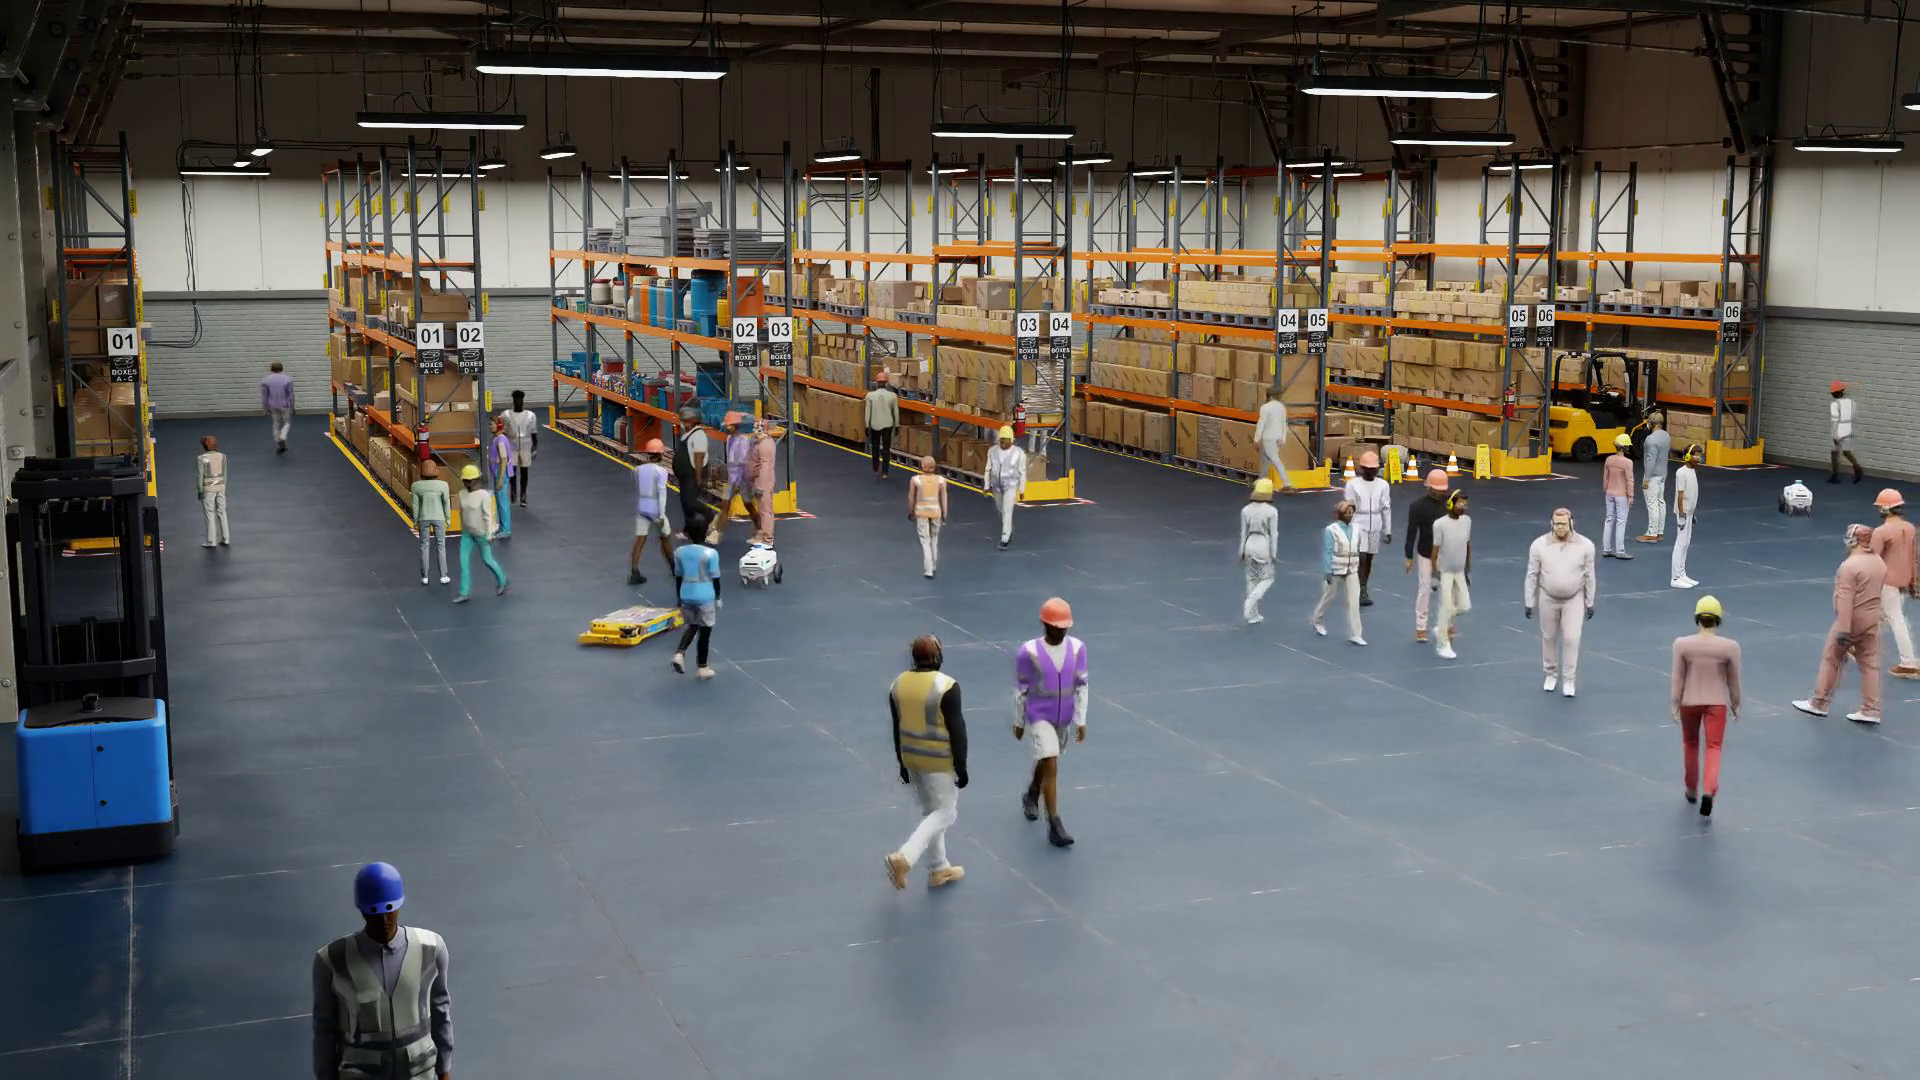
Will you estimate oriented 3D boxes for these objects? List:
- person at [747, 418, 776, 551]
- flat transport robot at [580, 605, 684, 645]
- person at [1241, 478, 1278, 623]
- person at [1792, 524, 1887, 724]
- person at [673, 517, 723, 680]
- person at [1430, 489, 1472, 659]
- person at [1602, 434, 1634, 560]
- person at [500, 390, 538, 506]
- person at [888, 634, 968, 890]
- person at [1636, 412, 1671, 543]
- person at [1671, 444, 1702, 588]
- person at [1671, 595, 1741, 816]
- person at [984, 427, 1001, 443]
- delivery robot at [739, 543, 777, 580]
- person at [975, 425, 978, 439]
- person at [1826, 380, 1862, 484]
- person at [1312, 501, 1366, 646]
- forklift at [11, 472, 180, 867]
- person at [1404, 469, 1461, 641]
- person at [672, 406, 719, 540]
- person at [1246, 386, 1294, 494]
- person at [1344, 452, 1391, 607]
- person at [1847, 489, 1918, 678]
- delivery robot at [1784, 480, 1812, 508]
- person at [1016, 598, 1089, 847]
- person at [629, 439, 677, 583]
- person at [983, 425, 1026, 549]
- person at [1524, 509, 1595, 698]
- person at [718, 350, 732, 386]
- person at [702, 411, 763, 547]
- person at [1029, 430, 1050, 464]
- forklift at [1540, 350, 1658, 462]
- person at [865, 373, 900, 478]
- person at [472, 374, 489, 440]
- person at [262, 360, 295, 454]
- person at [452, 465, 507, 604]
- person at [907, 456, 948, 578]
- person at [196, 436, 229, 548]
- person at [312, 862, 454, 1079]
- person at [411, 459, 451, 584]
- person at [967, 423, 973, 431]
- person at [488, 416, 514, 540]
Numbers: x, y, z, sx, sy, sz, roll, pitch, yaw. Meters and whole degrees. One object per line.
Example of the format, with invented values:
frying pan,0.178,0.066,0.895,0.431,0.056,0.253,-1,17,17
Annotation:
person,-2.875,-0.811,30.354,0.406,1.911,0.637,0,9,2
flat transport robot,-3.751,0.966,24.082,0.652,0.197,1.431,3,9,17
person,3.474,0.140,24.584,0.493,1.725,0.575,7,11,37
person,8.389,0.776,19.875,0.683,1.872,0.873,-5,10,-32
person,-2.713,0.611,21.619,0.541,1.689,0.398,5,10,31
person,5.343,0.355,22.768,0.555,1.850,0.445,-4,10,-26
person,9.310,-0.618,29.543,0.323,1.767,0.533,-4,10,-26
person,-7.364,-1.533,35.006,0.633,1.951,0.505,-3,9,-17
person,-0.260,1.578,14.735,0.701,1.818,0.642,-8,12,-44
person,10.304,-0.935,31.079,0.356,1.938,0.638,7,11,40
person,9.462,-0.320,27.235,0.329,1.865,0.509,6,10,34
person,5.969,1.311,16.783,0.534,1.736,0.821,3,9,19
person,0.610,-2.483,41.928,0.642,1.791,0.979,-2,9,-14
delivery robot,-2.636,0.288,27.347,0.477,0.478,0.707,1,9,10
person,0.472,-2.838,44.802,0.523,1.613,0.557,-2,9,-13
person,16.013,-1.943,37.925,0.583,1.900,0.778,-3,9,-19
person,4.297,0.341,23.717,0.519,1.611,0.844,-4,9,-24
forklift,-6.630,0.886,15.957,1.129,2.768,1.873,-3,9,-21
person,5.379,0.159,23.690,0.733,1.966,0.566,-1,9,-6
person,-3.982,-0.990,31.250,0.631,2.000,0.704,-4,9,-25
person,5.486,-1.758,36.767,1.034,1.894,0.635,7,11,38
person,5.056,-0.124,25.765,0.570,1.905,0.875,-1,9,-9
person,9.680,0.429,21.984,0.641,1.931,1.053,-6,10,-33
delivery robot,13.672,-0.735,34.168,0.477,0.478,0.707,2,9,13
person,0.674,1.335,16.202,0.538,1.883,1.032,-4,9,-23
person,-4.032,-0.391,27.654,0.562,1.877,1.032,5,10,30
person,0.684,-0.806,30.692,0.589,1.801,0.846,4,9,24
person,5.967,0.631,20.865,0.673,1.870,0.898,3,9,19
person,-5.878,-3.978,52.326,0.889,1.654,0.536,-5,10,-28
person,-3.297,-0.886,30.577,1.053,1.983,0.630,-6,10,-33
person,1.579,-2.432,41.249,0.575,1.882,0.361,-3,9,-21
forklift,12.897,-2.725,42.309,2.313,2.155,1.214,-3,9,-21
person,-1.456,-2.151,39.175,0.665,1.936,1.009,-1,9,-4
person,-10.153,-2.779,43.766,0.596,1.820,0.510,-6,10,-33
person,-14.027,-2.738,43.138,0.655,1.926,0.432,0,9,-3
person,-6.031,-0.106,26.276,0.528,1.729,0.845,4,9,25
person,-0.454,-0.325,28.142,0.514,1.600,0.808,-2,9,-16
person,-10.918,-0.709,30.614,0.315,1.630,0.514,5,10,31
person,-2.514,2.347,9.165,0.609,1.948,0.389,-5,10,-28
person,-6.933,-0.244,27.475,0.500,1.636,0.280,-1,9,-9
person,0.379,-3.363,46.990,0.613,2.020,0.778,-2,9,-12
person,-6.897,-0.945,31.436,0.386,1.849,0.568,-3,9,-19
